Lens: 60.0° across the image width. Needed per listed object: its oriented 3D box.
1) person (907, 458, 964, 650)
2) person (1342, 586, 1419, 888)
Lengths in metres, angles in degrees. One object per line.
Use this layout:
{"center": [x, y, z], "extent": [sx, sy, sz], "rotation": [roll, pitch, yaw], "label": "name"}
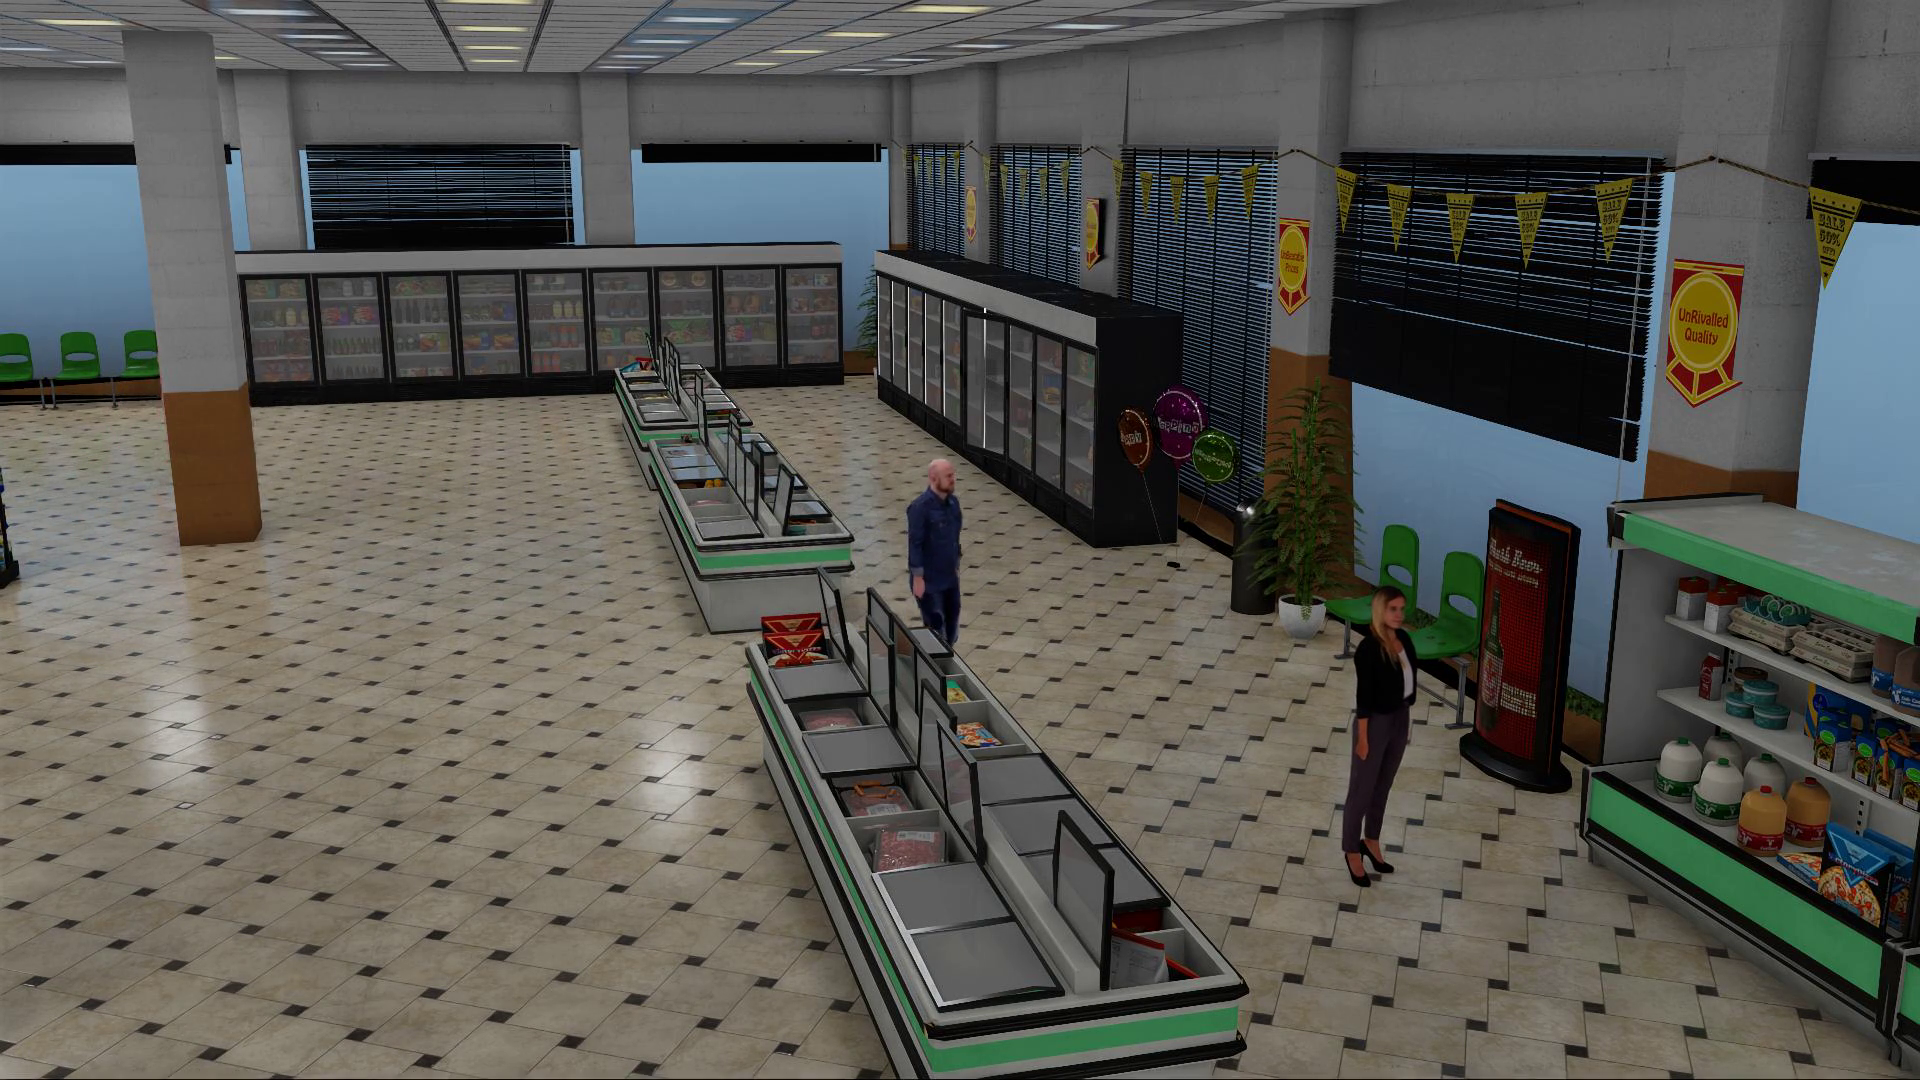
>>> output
{"center": [-0.232, 0.309, 11.870], "extent": [0.963, 1.812, 0.905], "rotation": [8, 16, 31], "label": "person"}
{"center": [2.287, 1.056, 9.094], "extent": [0.677, 1.670, 0.682], "rotation": [-12, 18, -41], "label": "person"}
